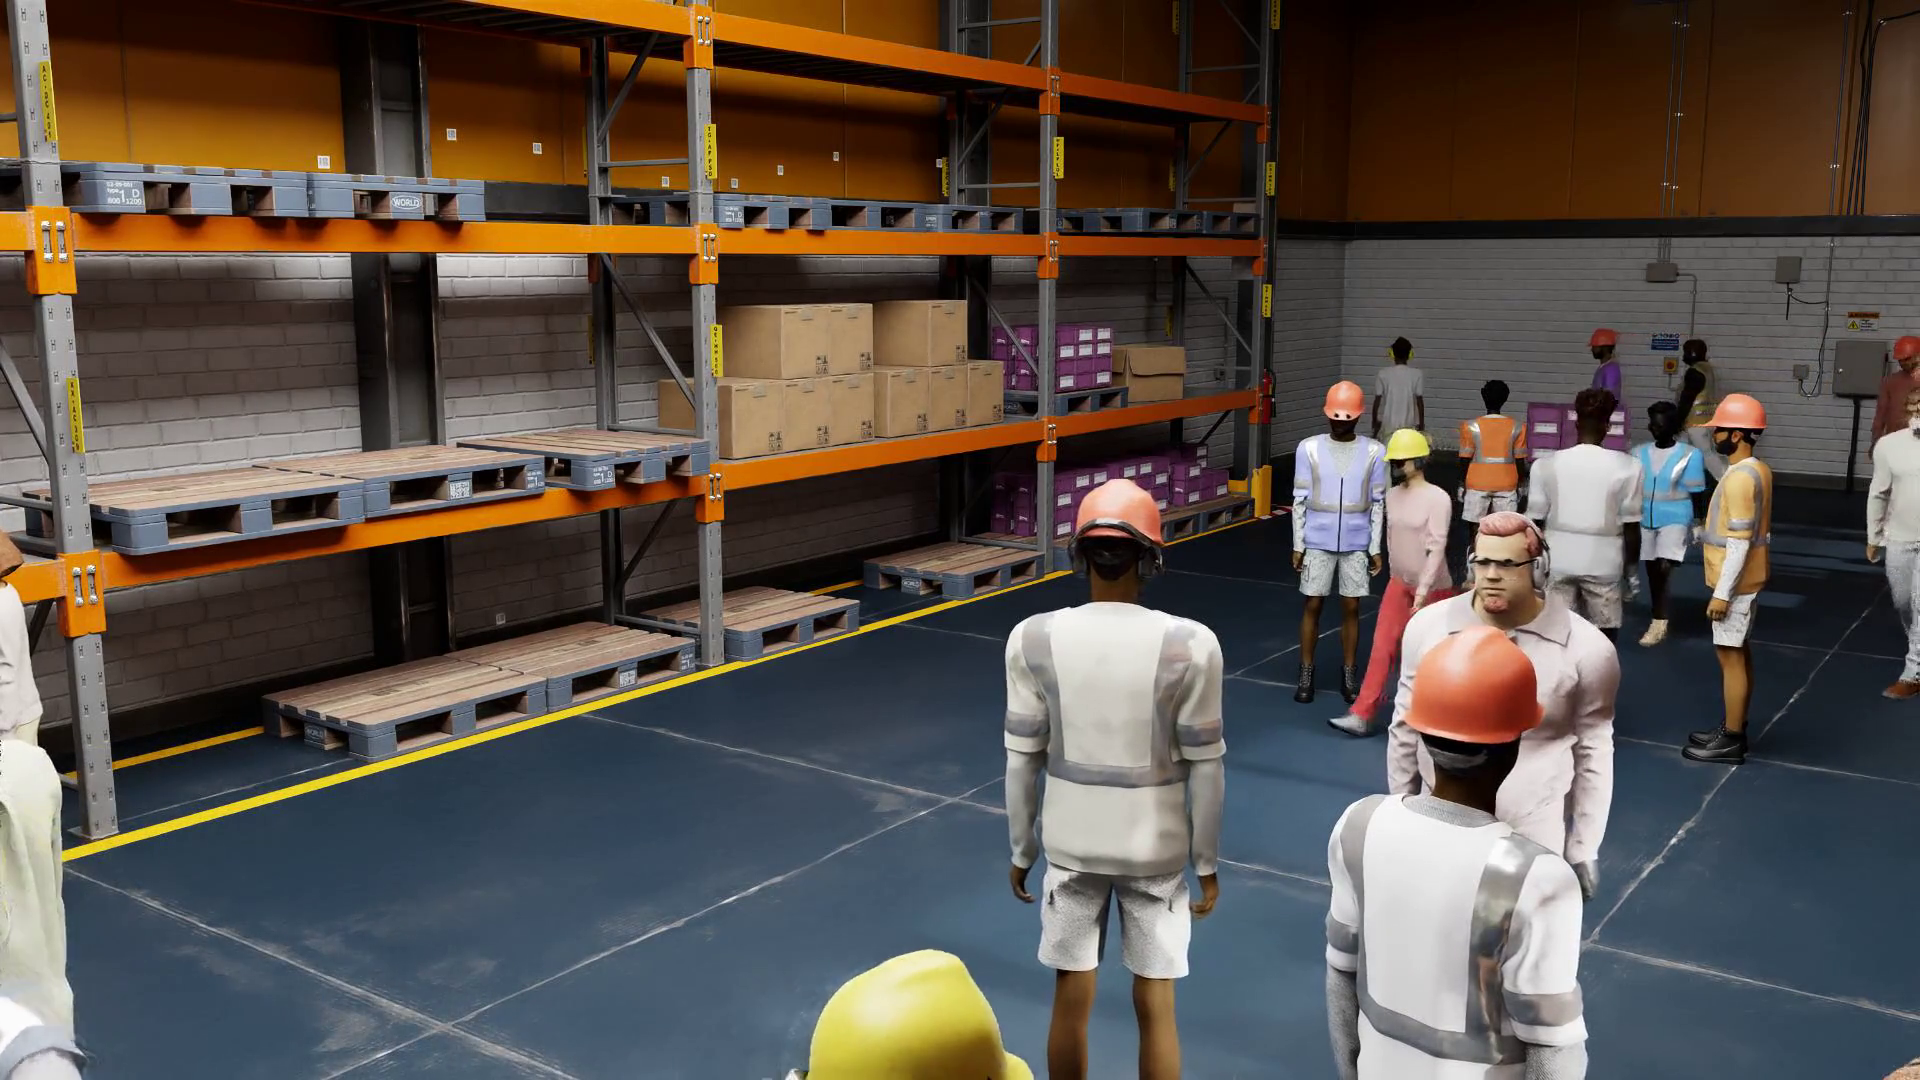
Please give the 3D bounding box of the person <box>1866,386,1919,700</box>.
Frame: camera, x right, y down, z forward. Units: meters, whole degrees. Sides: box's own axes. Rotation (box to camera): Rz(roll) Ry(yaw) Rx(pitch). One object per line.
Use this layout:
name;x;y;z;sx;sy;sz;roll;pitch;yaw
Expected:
person;5.928;-0.013;10.176;0.893;1.901;0.666;-8;12;-38

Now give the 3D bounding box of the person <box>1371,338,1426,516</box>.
person;4.571;-1.184;17.333;0.561;1.830;0.869;3;10;16

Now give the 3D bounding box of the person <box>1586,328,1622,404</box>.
person;6.854;-1.271;17.582;0.602;1.923;0.546;2;10;13

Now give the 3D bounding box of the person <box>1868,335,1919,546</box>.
person;8.803;-0.915;15.353;0.728;1.957;0.674;-6;11;-31

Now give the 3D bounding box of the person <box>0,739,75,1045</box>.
person;-2.022;1.076;3.368;0.394;1.994;0.612;0;10;1

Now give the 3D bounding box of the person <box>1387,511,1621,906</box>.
person;1.569;0.859;4.919;0.642;1.910;0.401;6;11;30

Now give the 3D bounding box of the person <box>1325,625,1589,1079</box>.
person;0.966;1.122;3.248;0.346;1.942;0.550;-7;12;-38

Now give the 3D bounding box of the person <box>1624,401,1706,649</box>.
person;4.709;-0.103;11.313;0.696;1.667;0.557;-7;12;-37

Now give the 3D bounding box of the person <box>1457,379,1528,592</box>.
person;4.189;-0.415;13.129;0.538;1.695;0.320;1;10;5

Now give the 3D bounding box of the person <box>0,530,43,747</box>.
person;-3.768;0.727;6.548;0.278;1.628;0.500;-6;11;-32

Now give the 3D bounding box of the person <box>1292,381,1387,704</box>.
person;2.240;0.020;9.857;0.542;1.927;0.374;1;10;7

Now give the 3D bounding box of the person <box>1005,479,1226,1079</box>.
person;0.431;0.845;4.629;0.605;2.034;0.400;3;10;16

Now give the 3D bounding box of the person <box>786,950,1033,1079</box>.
person;-0.013;1.383;2.149;0.922;1.781;0.625;-6;11;-34

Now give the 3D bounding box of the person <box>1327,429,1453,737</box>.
person;2.463;0.253;9.113;0.933;1.710;0.540;-6;11;-31

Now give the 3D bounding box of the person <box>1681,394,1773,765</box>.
person;4.029;0.206;8.712;0.364;1.939;0.542;6;11;33

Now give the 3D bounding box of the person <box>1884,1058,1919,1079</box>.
person;1.241;1.465;2.195;0.764;1.593;0.536;-2;10;-14

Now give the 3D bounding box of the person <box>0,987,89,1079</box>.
person;-1.642;1.303;2.570;0.610;1.811;0.465;2;10;11

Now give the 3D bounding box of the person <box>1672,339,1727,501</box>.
person;8.046;-1.291;18.108;0.975;1.797;0.613;5;11;26

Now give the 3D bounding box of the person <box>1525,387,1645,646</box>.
person;3.386;0.143;9.070;0.616;1.943;0.444;5;11;29
